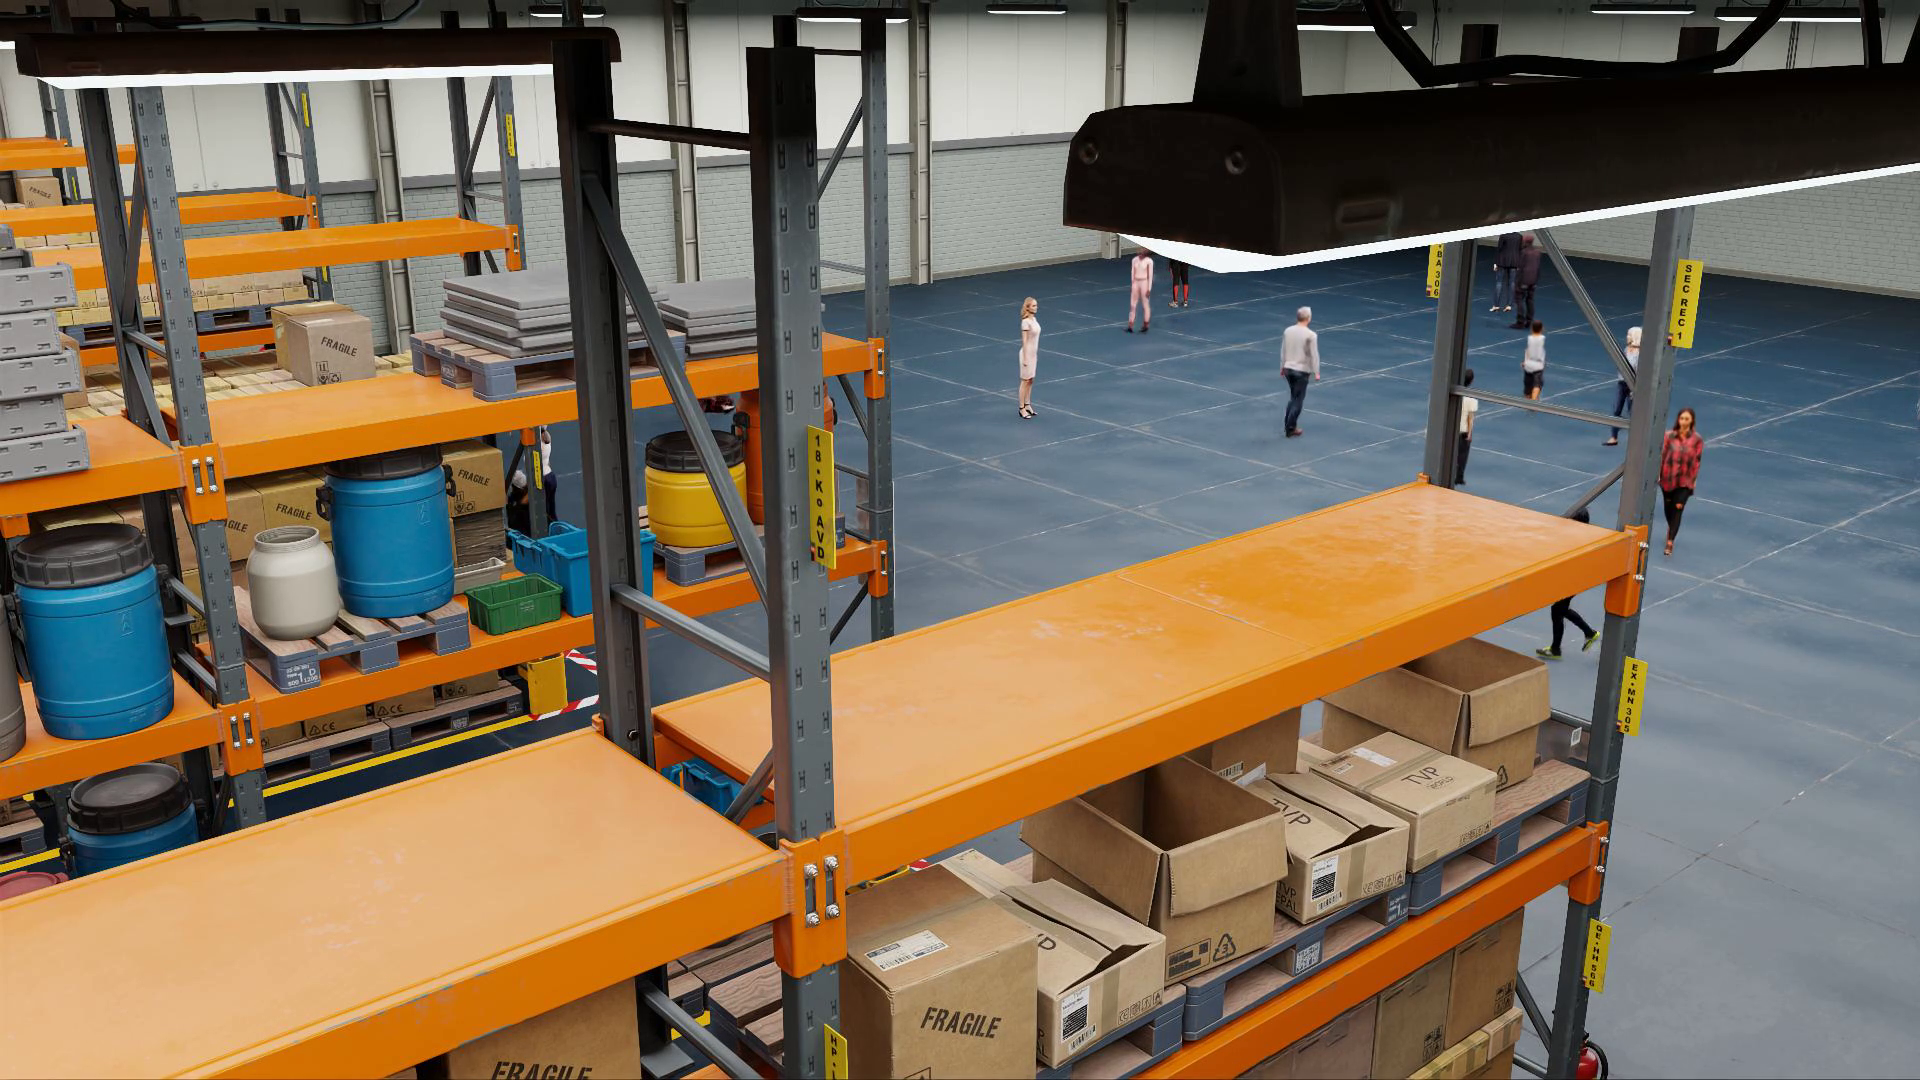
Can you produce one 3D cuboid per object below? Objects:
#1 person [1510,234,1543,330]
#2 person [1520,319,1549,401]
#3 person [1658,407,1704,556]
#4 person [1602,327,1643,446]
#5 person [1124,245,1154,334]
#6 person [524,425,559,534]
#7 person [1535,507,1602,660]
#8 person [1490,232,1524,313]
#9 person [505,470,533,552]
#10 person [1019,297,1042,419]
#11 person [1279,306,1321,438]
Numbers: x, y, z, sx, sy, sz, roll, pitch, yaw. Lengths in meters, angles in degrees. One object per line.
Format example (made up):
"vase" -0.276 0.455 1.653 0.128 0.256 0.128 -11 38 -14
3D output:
"person" 10.920 -4.965 32.002 0.670 1.808 0.844 -7 19 -20
"person" 8.895 -2.738 25.740 0.772 1.450 0.878 7 19 21
"person" 8.251 -0.697 19.143 0.908 1.654 1.201 9 20 26
"person" 9.545 -2.157 23.545 1.043 1.706 0.785 -6 19 -18
"person" 3.502 -4.772 31.593 0.824 1.694 1.068 12 22 32
"person" -4.674 -0.576 18.694 0.741 1.702 0.671 2 18 7
"person" 5.888 0.421 15.897 0.792 1.538 0.819 8 20 23
"person" 9.997 -5.052 30.466 0.808 1.781 0.791 0 18 -1
"person" -4.319 0.076 16.818 0.612 1.624 0.658 -13 22 -34
"person" 1.033 -2.778 25.249 0.686 1.830 0.548 10 20 28
"person" 4.824 -2.405 24.003 0.651 1.892 0.734 -14 23 -36
